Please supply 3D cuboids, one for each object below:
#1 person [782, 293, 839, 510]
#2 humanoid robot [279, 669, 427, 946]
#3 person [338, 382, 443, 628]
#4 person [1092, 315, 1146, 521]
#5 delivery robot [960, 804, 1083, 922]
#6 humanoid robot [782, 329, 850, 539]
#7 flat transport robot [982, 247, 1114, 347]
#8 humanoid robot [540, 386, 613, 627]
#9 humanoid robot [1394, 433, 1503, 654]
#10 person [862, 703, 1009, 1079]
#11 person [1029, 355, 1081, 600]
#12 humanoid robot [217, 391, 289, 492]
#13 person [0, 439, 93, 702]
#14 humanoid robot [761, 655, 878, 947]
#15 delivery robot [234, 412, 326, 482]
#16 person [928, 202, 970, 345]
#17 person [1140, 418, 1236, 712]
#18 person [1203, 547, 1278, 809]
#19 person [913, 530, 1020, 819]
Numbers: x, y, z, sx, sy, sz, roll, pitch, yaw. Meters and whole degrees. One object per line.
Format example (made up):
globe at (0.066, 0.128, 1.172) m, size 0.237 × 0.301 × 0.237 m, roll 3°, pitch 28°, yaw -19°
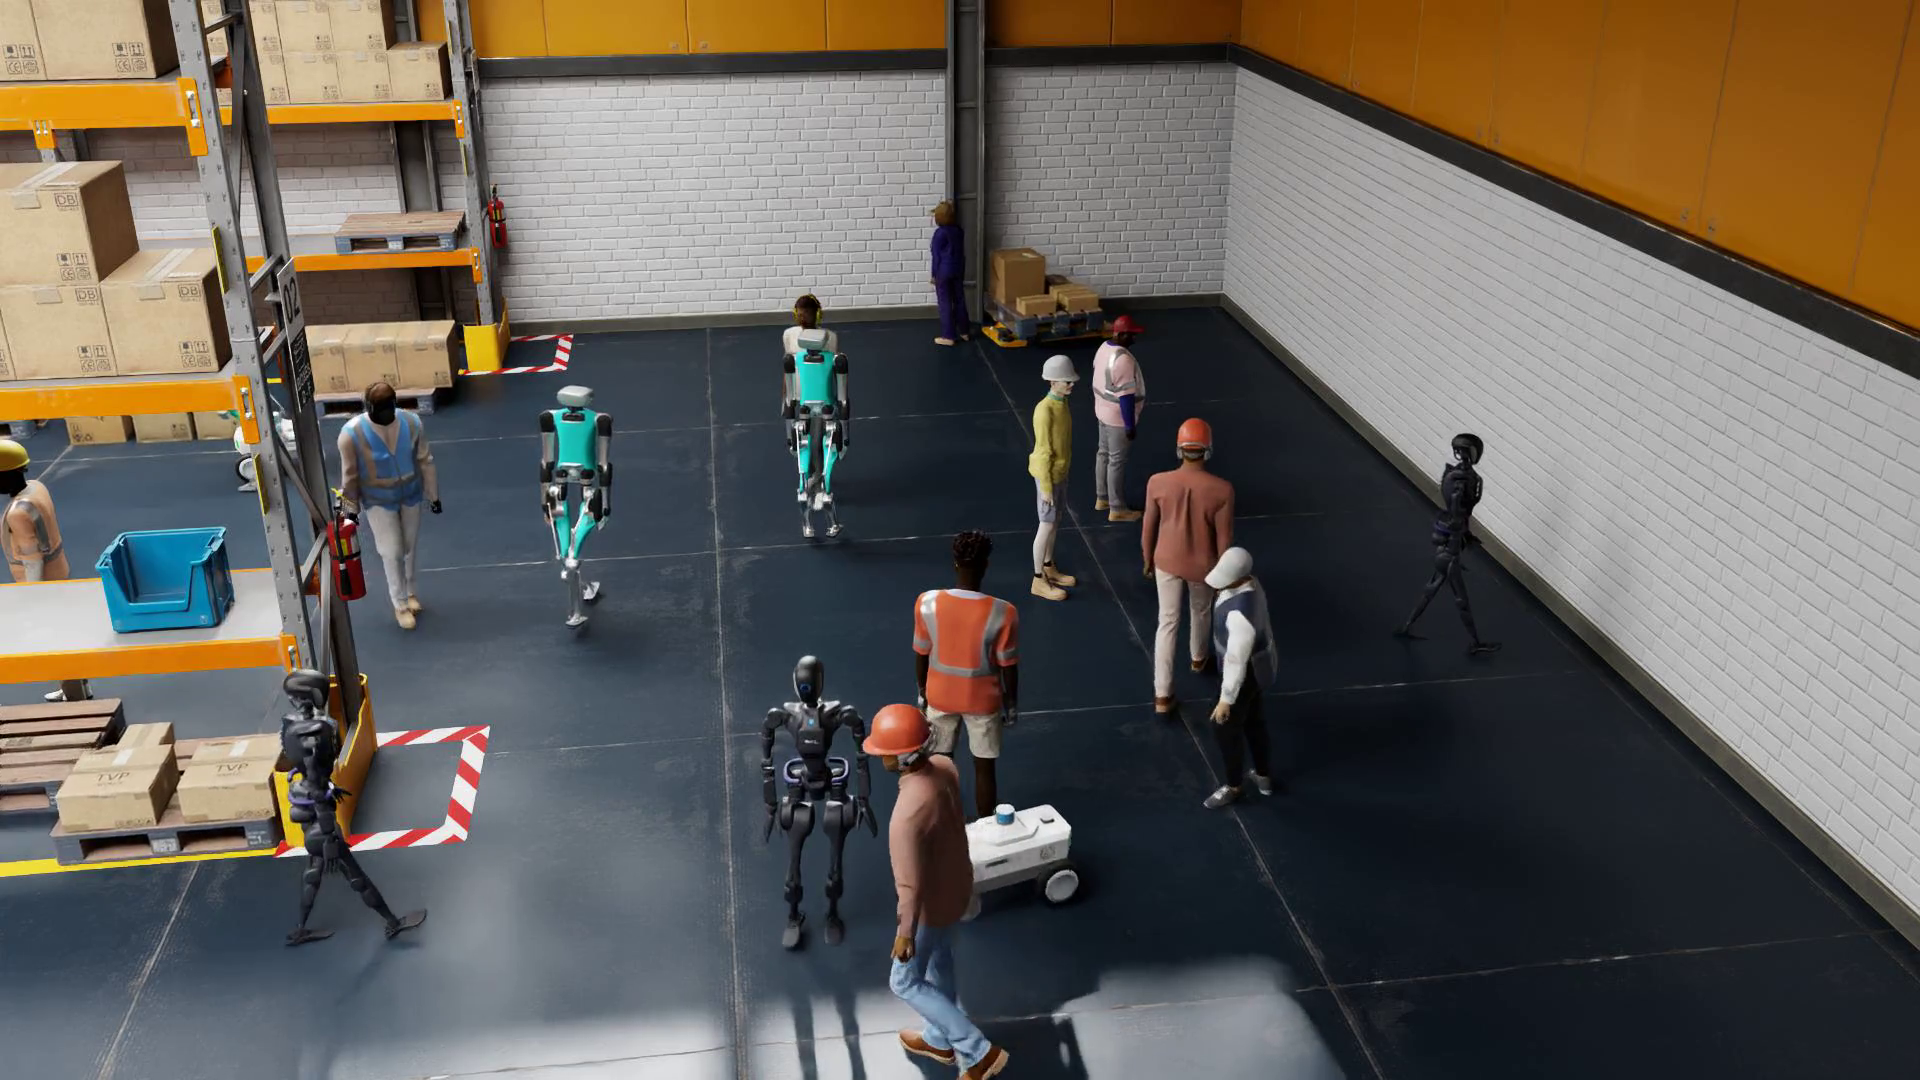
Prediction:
person at (-1.258, -1.195, 14.163) m, size 0.536 × 1.877 × 0.541 m, roll 5°, pitch 24°, yaw 12°
humanoid robot at (-3.226, 1.366, 8.574) m, size 0.731 × 1.630 × 0.610 m, roll -9°, pitch 25°, yaw -19°
person at (-4.051, -0.253, 12.036) m, size 0.659 × 1.821 × 0.669 m, roll -20°, pitch 31°, yaw -38°
person at (1.330, -1.029, 13.897) m, size 0.419 × 1.751 × 0.613 m, roll -6°, pitch 25°, yaw -14°
delivery robot at (0.248, 1.718, 9.109) m, size 0.769 × 0.580 × 0.499 m, roll -10°, pitch 26°, yaw -22°
humanoid robot at (-1.157, -0.782, 13.185) m, size 0.533 × 1.677 × 0.735 m, roll 2°, pitch 24°, yaw 4°
flat transport robot at (1.025, -2.418, 18.904) m, size 1.431 × 0.231 × 0.659 m, roll -8°, pitch 25°, yaw -17°
humanoid robot at (-2.823, -0.146, 11.982) m, size 0.554 × 1.748 × 1.005 m, roll 2°, pitch 24°, yaw 4°
humanoid robot at (3.508, 0.012, 11.675) m, size 0.771 × 1.628 × 0.600 m, roll 9°, pitch 25°, yaw 20°
person at (-0.096, 1.630, 7.583) m, size 0.645 × 1.962 × 0.655 m, roll 10°, pitch 26°, yaw 21°
person at (0.699, -0.483, 12.483) m, size 0.384 × 1.889 × 0.490 m, roll 9°, pitch 25°, yaw 19°
humanoid robot at (-6.125, -1.270, 14.382) m, size 0.666 × 1.733 × 0.533 m, roll 4°, pitch 24°, yaw 8°
person at (-5.954, 0.263, 10.737) m, size 0.363 × 1.926 × 0.592 m, roll -8°, pitch 25°, yaw -17°
humanoid robot at (-0.719, 1.353, 8.559) m, size 0.591 × 1.658 × 0.335 m, roll -1°, pitch 24°, yaw -2°
delivery robot at (-6.151, -0.848, 14.989) m, size 0.808 × 0.607 × 0.499 m, roll -7°, pitch 25°, yaw -15°
person at (-0.119, -2.972, 18.513) m, size 0.340 × 1.604 × 0.562 m, roll 20°, pitch 31°, yaw 39°
person at (1.493, 0.142, 11.011) m, size 0.623 × 1.934 × 1.040 m, roll 6°, pitch 24°, yaw 13°
person at (1.670, 0.788, 9.802) m, size 0.517 × 1.713 × 0.834 m, roll 5°, pitch 24°, yaw 11°
person at (0.039, 0.869, 9.326) m, size 0.605 × 1.956 × 0.394 m, roll 6°, pitch 24°, yaw 14°
